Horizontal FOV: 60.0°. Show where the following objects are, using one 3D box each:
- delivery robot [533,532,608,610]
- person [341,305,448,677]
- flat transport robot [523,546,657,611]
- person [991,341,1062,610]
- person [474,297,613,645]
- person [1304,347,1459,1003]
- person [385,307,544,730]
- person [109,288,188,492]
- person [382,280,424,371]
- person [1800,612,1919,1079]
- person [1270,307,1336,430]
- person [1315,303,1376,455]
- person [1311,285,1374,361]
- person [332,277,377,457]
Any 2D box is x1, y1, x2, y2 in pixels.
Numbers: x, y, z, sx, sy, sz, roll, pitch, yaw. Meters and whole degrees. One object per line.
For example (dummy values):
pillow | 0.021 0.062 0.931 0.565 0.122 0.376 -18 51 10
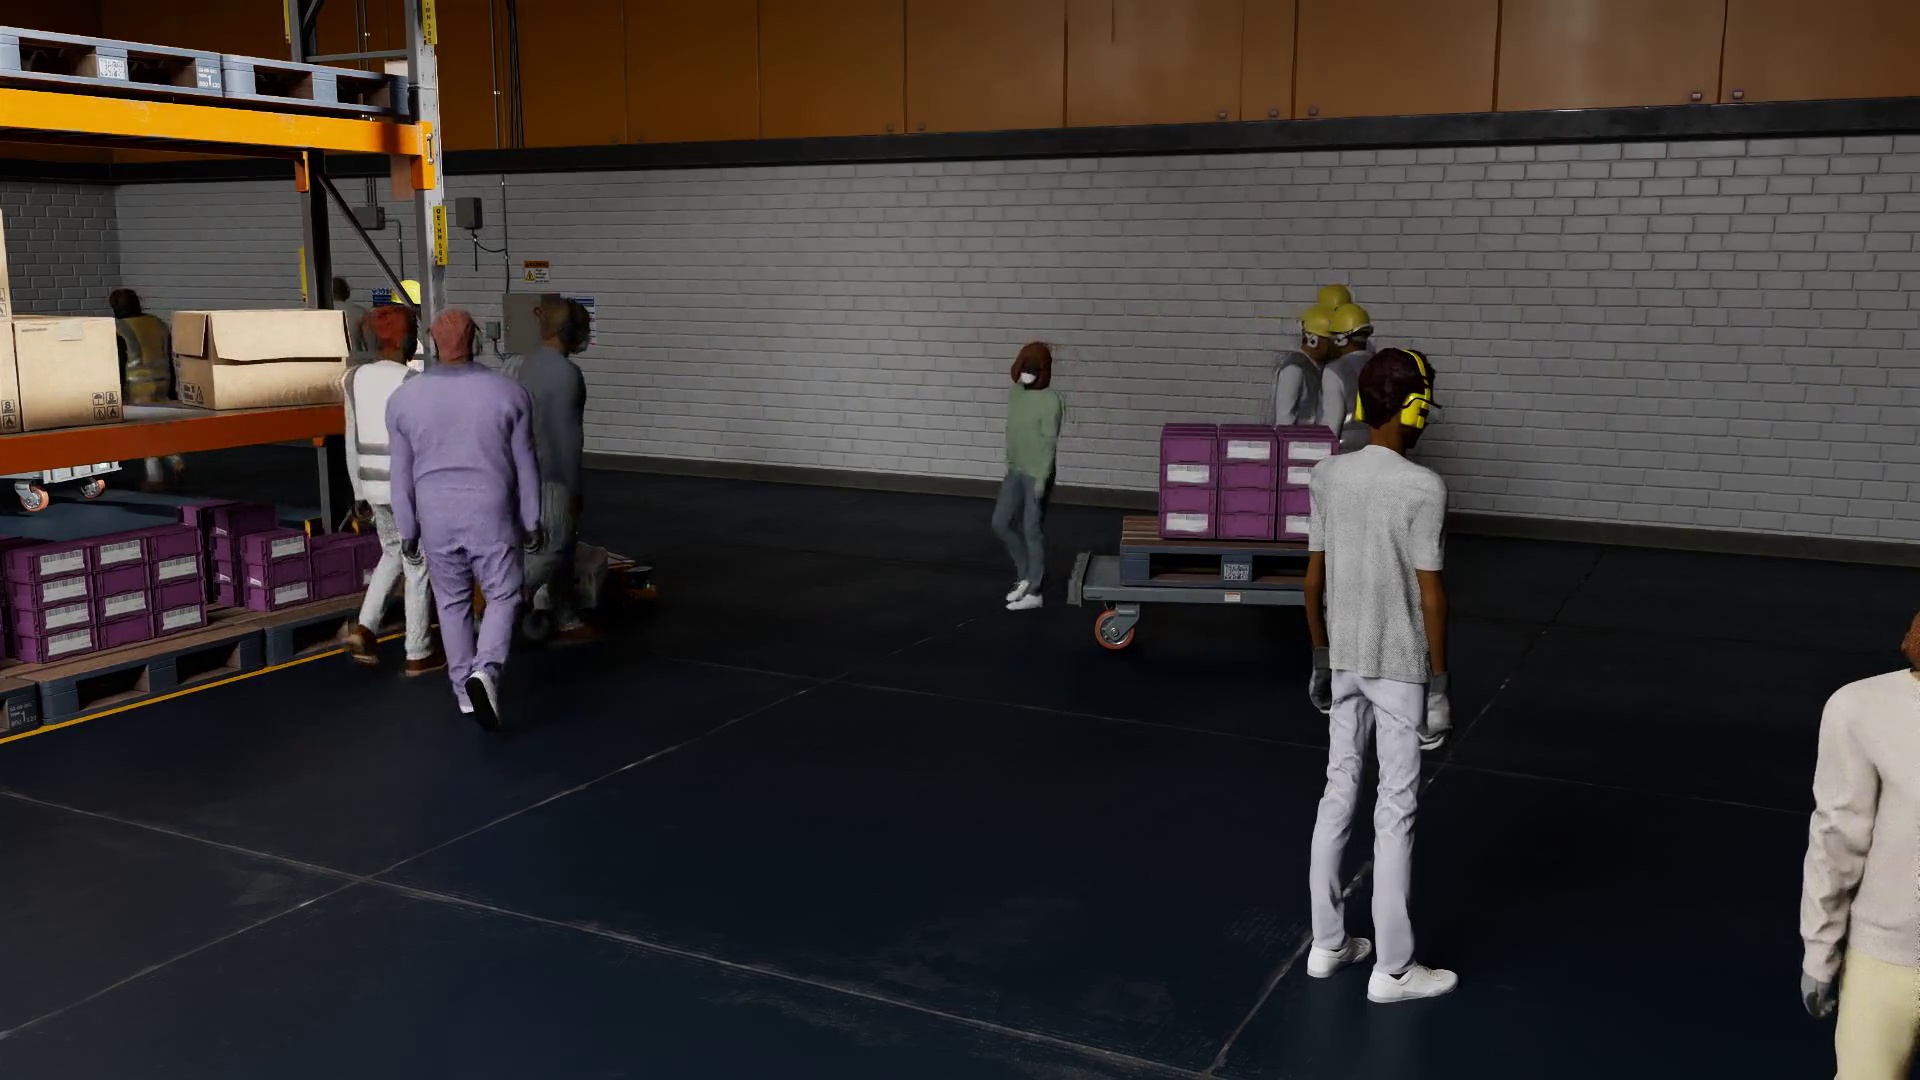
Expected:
delivery robot | -2.190 0.195 9.373 0.477 0.478 0.707 -1 10 -5
person | -2.789 -0.224 8.256 0.596 1.873 0.461 4 11 23
flat transport robot | -2.511 0.199 10.439 0.652 0.197 1.431 -7 12 -35
person | 0.402 -0.366 9.814 0.350 1.606 0.538 -6 12 -32
person | -2.230 -0.316 8.736 0.775 1.904 0.687 -7 12 -34
person | 1.207 0.385 4.764 0.329 1.865 0.514 -7 12 -35
person | -2.200 -0.087 7.408 0.654 1.887 0.726 -1 10 -5
person | -7.211 -1.308 14.691 0.466 1.816 0.658 4 10 20
person | -4.075 -0.958 12.346 0.385 1.925 0.591 -4 11 -24
person | 1.829 0.794 3.077 0.503 1.626 0.278 3 10 19
person | 2.211 -0.552 10.389 0.745 1.788 0.658 5 11 26
person | 2.333 -0.500 9.978 0.600 1.827 0.404 -8 12 -38
person | 2.458 -0.717 11.035 0.632 1.921 0.525 -7 12 -36
person | -6.280 -1.727 16.955 0.636 1.884 0.923 -1 10 -6
